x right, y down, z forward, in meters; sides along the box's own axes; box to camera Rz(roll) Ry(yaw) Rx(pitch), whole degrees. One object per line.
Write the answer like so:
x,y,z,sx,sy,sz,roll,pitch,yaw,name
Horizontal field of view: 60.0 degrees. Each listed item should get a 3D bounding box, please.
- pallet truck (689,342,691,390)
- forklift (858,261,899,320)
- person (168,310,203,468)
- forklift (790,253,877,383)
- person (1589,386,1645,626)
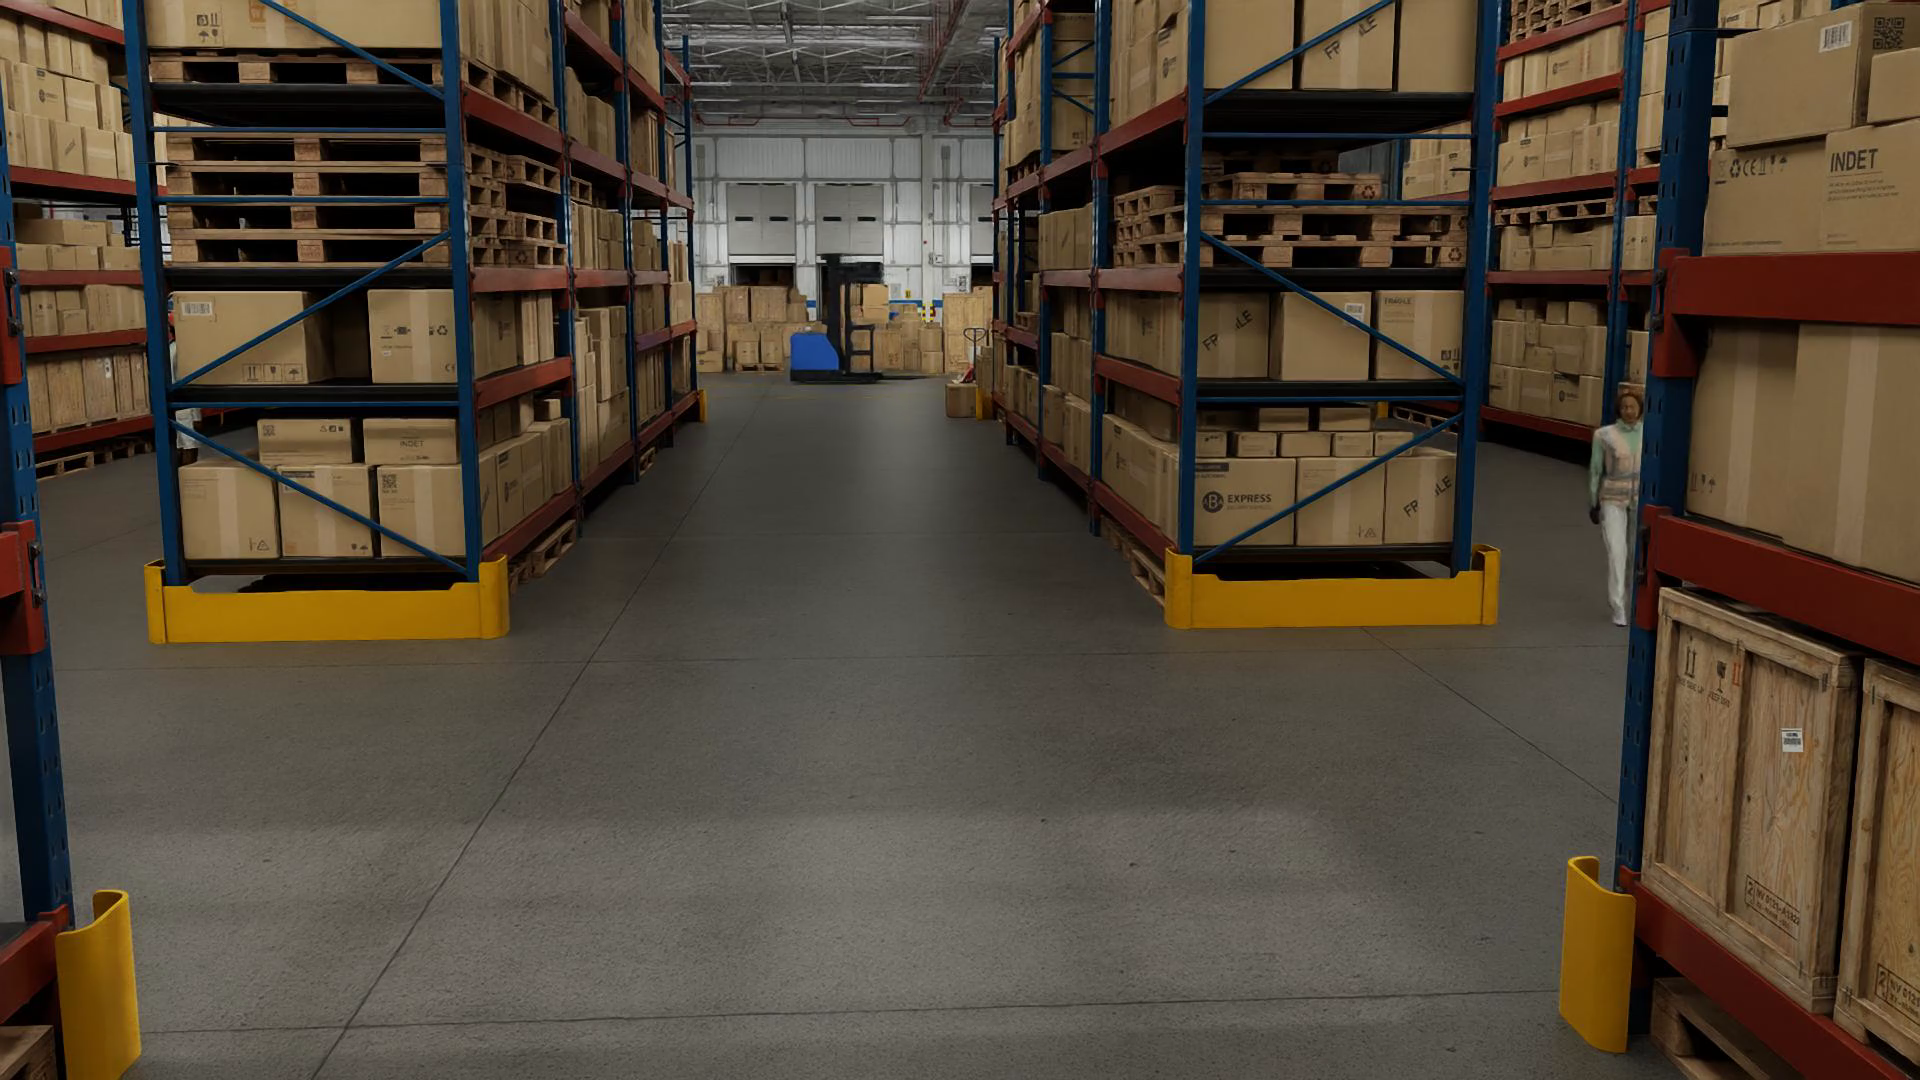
-5.225,-3.008,27.480,1.885,1.965,0.823,2,9,14,pallet truck
-3.114,-8.268,57.746,1.873,2.768,1.129,-8,12,-40,forklift
-7.550,-1.239,16.227,0.609,2.044,0.397,8,12,40,person
-2.773,-4.840,36.219,1.873,2.768,1.129,-1,9,-4,forklift
4.587,-0.259,11.443,0.515,1.610,0.748,1,9,7,person
